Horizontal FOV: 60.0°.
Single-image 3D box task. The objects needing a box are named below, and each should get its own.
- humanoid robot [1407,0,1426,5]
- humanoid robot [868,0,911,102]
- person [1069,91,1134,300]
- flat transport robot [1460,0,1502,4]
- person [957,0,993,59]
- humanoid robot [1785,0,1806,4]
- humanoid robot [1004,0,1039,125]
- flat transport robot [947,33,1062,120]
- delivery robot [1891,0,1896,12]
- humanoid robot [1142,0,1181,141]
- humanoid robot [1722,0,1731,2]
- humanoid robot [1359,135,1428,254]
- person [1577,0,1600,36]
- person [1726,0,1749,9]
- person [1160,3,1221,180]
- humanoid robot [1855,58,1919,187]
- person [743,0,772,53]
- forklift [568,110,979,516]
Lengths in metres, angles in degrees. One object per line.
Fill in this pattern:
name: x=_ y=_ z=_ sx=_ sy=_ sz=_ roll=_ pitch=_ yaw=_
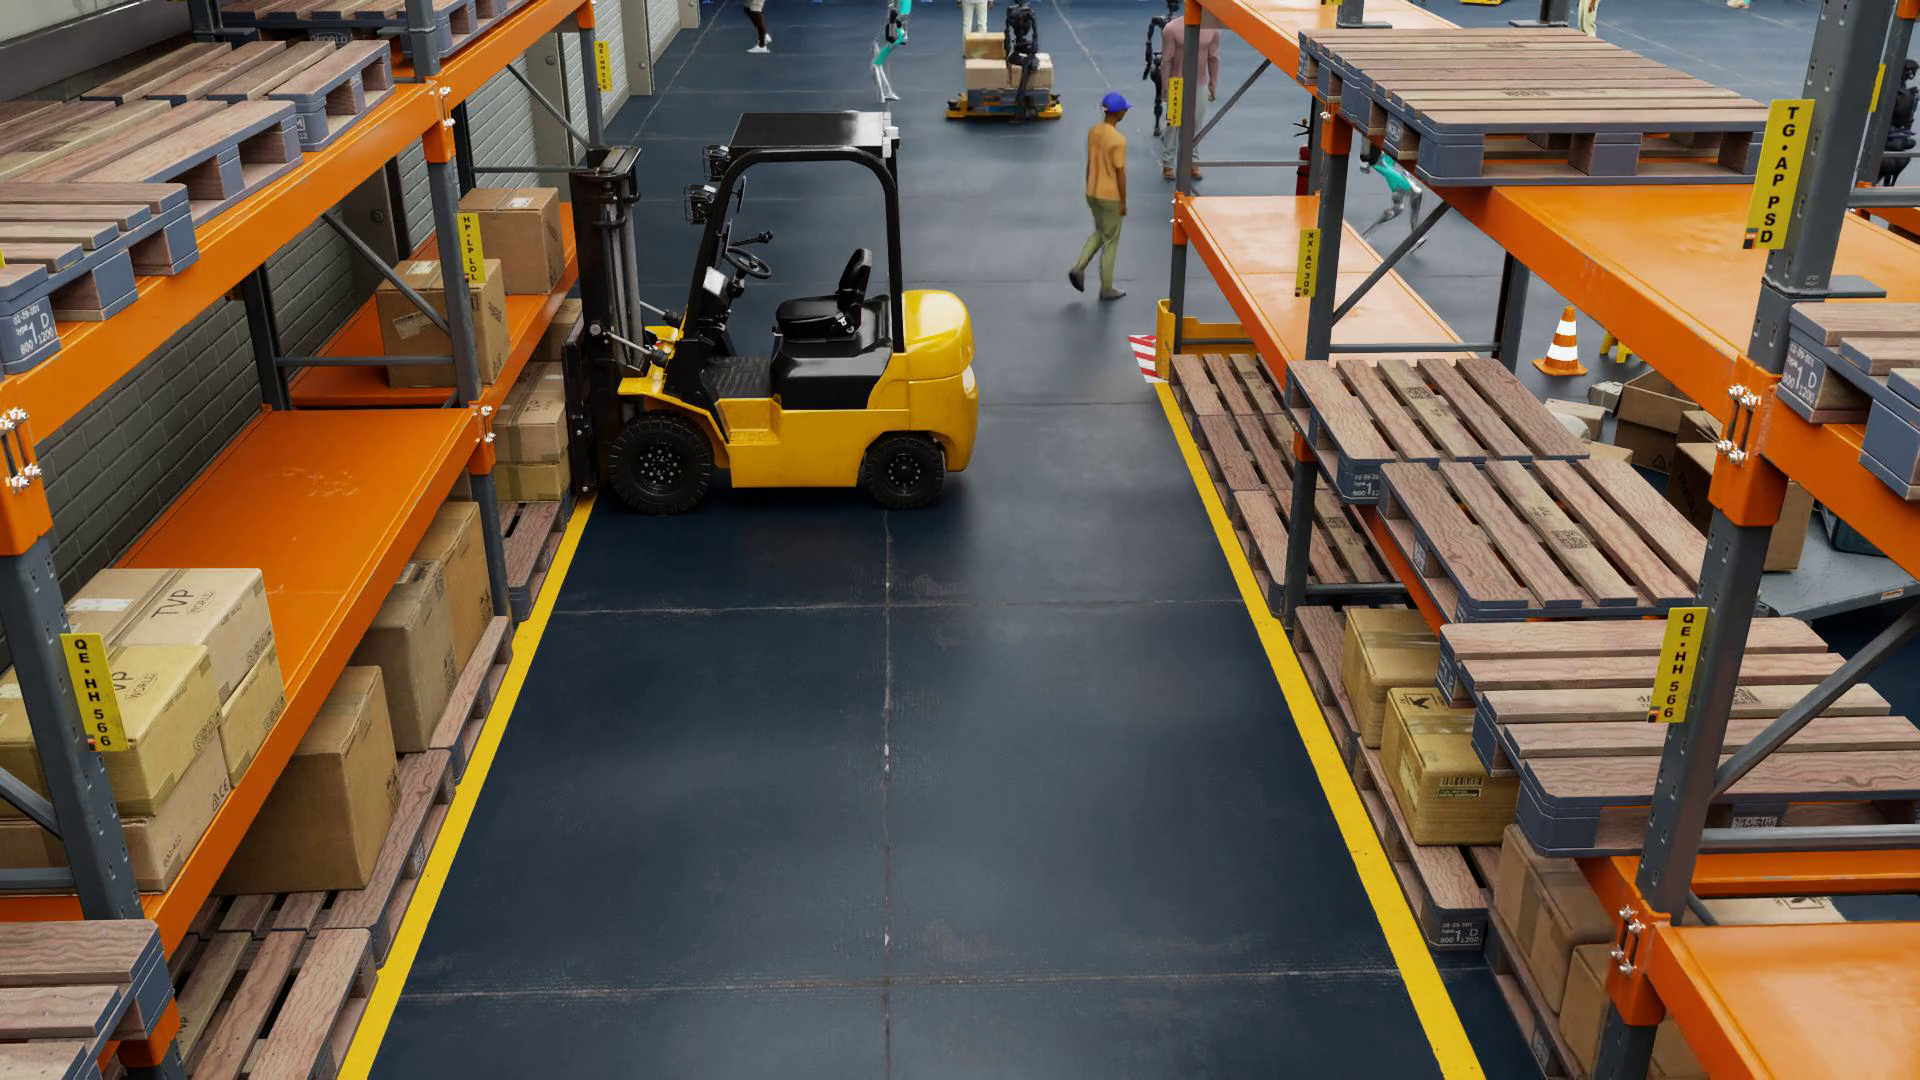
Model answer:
humanoid robot: x=8.268 y=-10.484 z=29.854 sx=0.612 sy=1.649 sz=0.328 roll=13 pitch=28 yaw=26
humanoid robot: x=-0.947 y=-6.505 z=21.367 sx=0.723 sy=1.784 sz=0.550 roll=9 pitch=27 yaw=17
person: x=1.177 y=-2.781 z=13.500 sx=0.456 sy=1.703 sz=0.478 roll=-16 pitch=30 yaw=-31
flat transport robot: x=9.692 y=-9.991 z=30.461 sx=0.659 sy=0.231 sz=1.431 roll=15 pitch=29 yaw=28
person: x=0.221 y=-7.968 z=24.437 sx=0.571 sy=1.748 sz=0.342 roll=3 pitch=25 yaw=6
humanoid robot: x=15.199 y=-10.491 z=29.880 sx=0.481 sy=1.643 sz=0.584 roll=-17 pitch=30 yaw=-32
humanoid robot: x=0.718 y=-5.864 z=20.091 sx=0.694 sy=1.629 sz=0.590 roll=-21 pitch=32 yaw=-37
flat transport robot: x=0.548 y=-5.447 z=20.838 sx=1.431 sy=0.231 sz=0.659 roll=0 pitch=25 yaw=-1
delivery robot: x=16.514 y=-9.484 z=29.075 sx=0.807 sy=0.613 sz=0.499 roll=0 pitch=25 yaw=-1
humanoid robot: x=2.406 y=-5.490 z=19.302 sx=0.616 sy=1.642 sz=0.453 roll=9 pitch=27 yaw=19
humanoid robot: x=13.915 y=-10.534 z=29.898 sx=0.561 sy=1.784 sz=0.747 roll=-11 pitch=27 yaw=-22
humanoid robot: x=3.997 y=-3.427 z=14.901 sx=0.531 sy=1.787 sz=0.998 roll=-21 pitch=32 yaw=-37
person: x=8.962 y=-7.675 z=23.657 sx=0.387 sy=1.891 sz=0.546 roll=1 pitch=25 yaw=2
person: x=13.937 y=-10.366 z=29.383 sx=0.602 sy=1.872 sz=0.425 roll=-21 pitch=32 yaw=-37
person: x=2.401 y=-4.759 z=17.444 sx=0.629 sy=1.935 sz=0.379 roll=-3 pitch=25 yaw=-7
humanoid robot: x=8.534 y=-3.552 z=15.192 sx=0.590 sy=1.646 sz=0.424 roll=-14 pitch=29 yaw=-28
person: x=-3.076 y=-8.257 z=24.898 sx=0.449 sy=1.888 sz=0.560 roll=0 pitch=25 yaw=0
forklift: x=-1.043 y=-1.379 z=9.976 sx=2.313 sy=2.155 sz=1.214 roll=-1 pitch=25 yaw=-2
